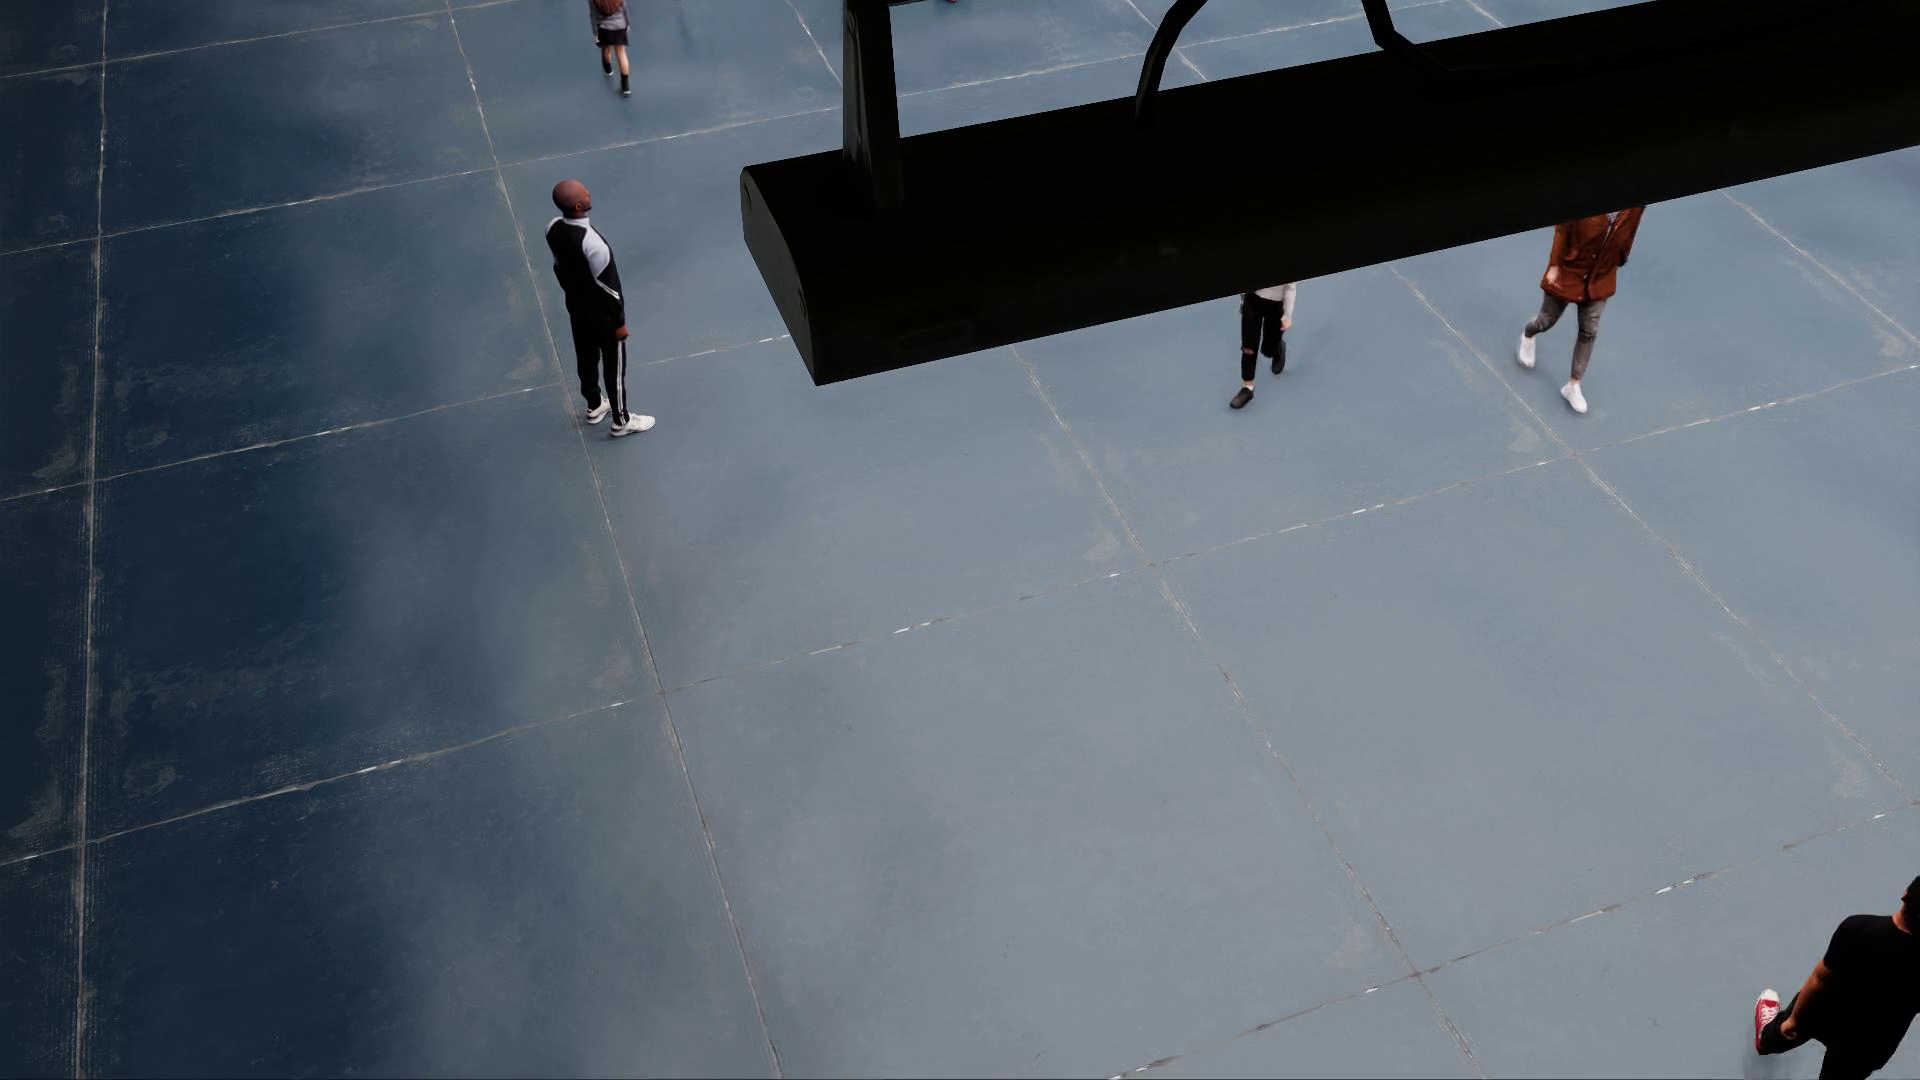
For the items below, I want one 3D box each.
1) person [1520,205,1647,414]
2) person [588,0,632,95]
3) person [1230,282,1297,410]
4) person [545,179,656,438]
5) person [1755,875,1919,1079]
[{"bbox_3d":[3.970,-1.760,10.703,0.920,1.819,1.111,0,43,0],"label":"person"},{"bbox_3d":[-2.910,-4.275,13.943,0.480,1.075,0.759,-14,45,-14],"label":"person"},{"bbox_3d":[2.005,-1.541,10.723,0.847,1.472,0.870,24,48,24],"label":"person"},{"bbox_3d":[-2.292,-1.444,10.359,0.674,1.828,0.798,30,51,28],"label":"person"},{"bbox_3d":[3.602,2.016,6.729,1.063,1.724,1.151,14,45,15],"label":"person"}]
